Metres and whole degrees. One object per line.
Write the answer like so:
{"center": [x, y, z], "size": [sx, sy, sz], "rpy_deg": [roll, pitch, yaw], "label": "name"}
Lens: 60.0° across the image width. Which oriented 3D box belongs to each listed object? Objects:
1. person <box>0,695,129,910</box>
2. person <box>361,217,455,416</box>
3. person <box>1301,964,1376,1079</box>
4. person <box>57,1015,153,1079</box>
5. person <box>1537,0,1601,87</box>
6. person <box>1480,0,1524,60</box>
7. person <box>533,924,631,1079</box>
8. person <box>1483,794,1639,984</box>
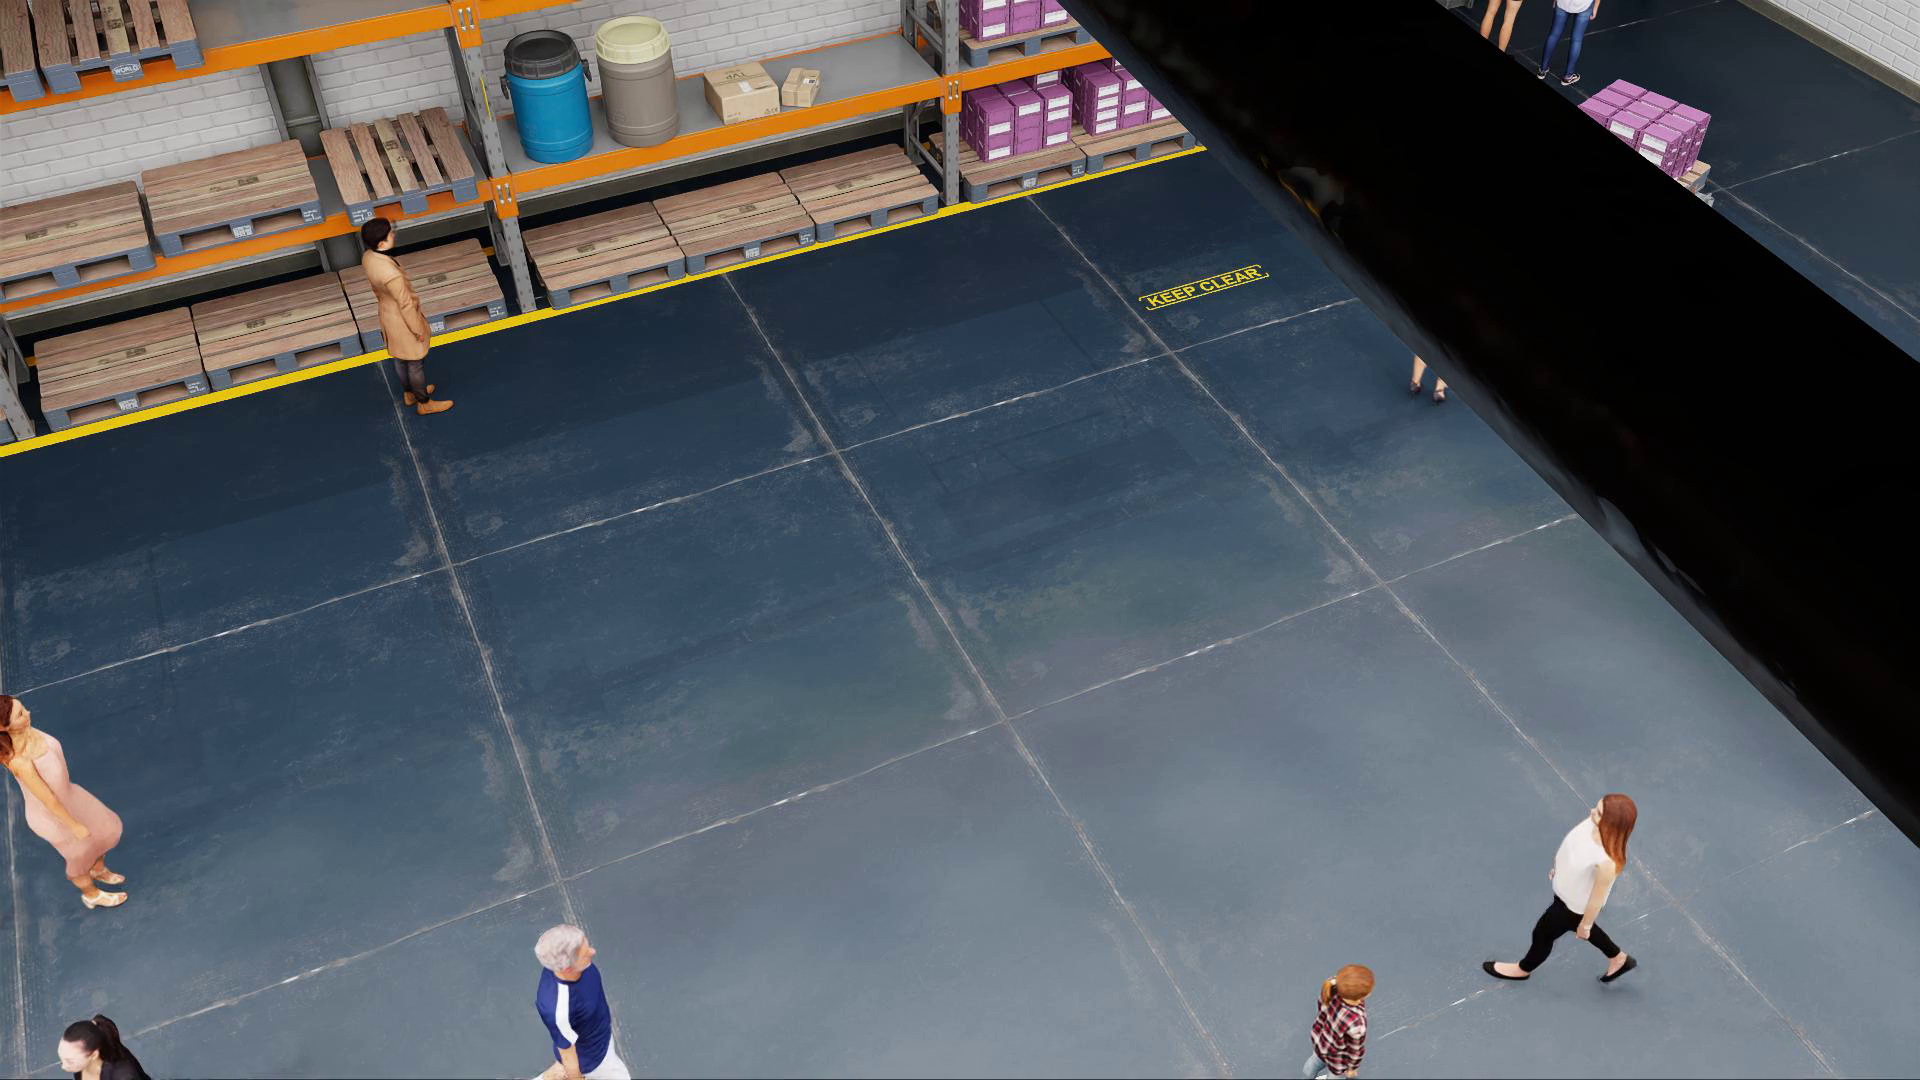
{"center": [-5.131, 1.527, 9.282], "size": [0.631, 1.819, 0.634], "rpy_deg": [-12, 45, -12], "label": "person"}
{"center": [-4.303, -1.711, 12.748], "size": [0.725, 1.727, 0.722], "rpy_deg": [-33, 53, -30], "label": "person"}
{"center": [1.935, 2.577, 8.553], "size": [0.542, 1.305, 0.555], "rpy_deg": [-12, 45, -12], "label": "person"}
{"center": [-3.901, 2.758, 8.100], "size": [0.917, 1.668, 0.998], "rpy_deg": [16, 46, 16], "label": "person"}
{"center": [6.163, -5.412, 16.640], "size": [0.749, 1.717, 0.778], "rpy_deg": [26, 49, 25], "label": "person"}
{"center": [5.593, -5.732, 16.905], "size": [0.610, 1.816, 0.692], "rpy_deg": [-31, 51, -28], "label": "person"}
{"center": [-1.953, 2.489, 8.275], "size": [1.129, 1.817, 0.859], "rpy_deg": [-4, 44, -4], "label": "person"}
{"center": [3.408, 1.913, 8.961], "size": [1.080, 1.704, 0.971], "rpy_deg": [9, 44, 10], "label": "person"}
